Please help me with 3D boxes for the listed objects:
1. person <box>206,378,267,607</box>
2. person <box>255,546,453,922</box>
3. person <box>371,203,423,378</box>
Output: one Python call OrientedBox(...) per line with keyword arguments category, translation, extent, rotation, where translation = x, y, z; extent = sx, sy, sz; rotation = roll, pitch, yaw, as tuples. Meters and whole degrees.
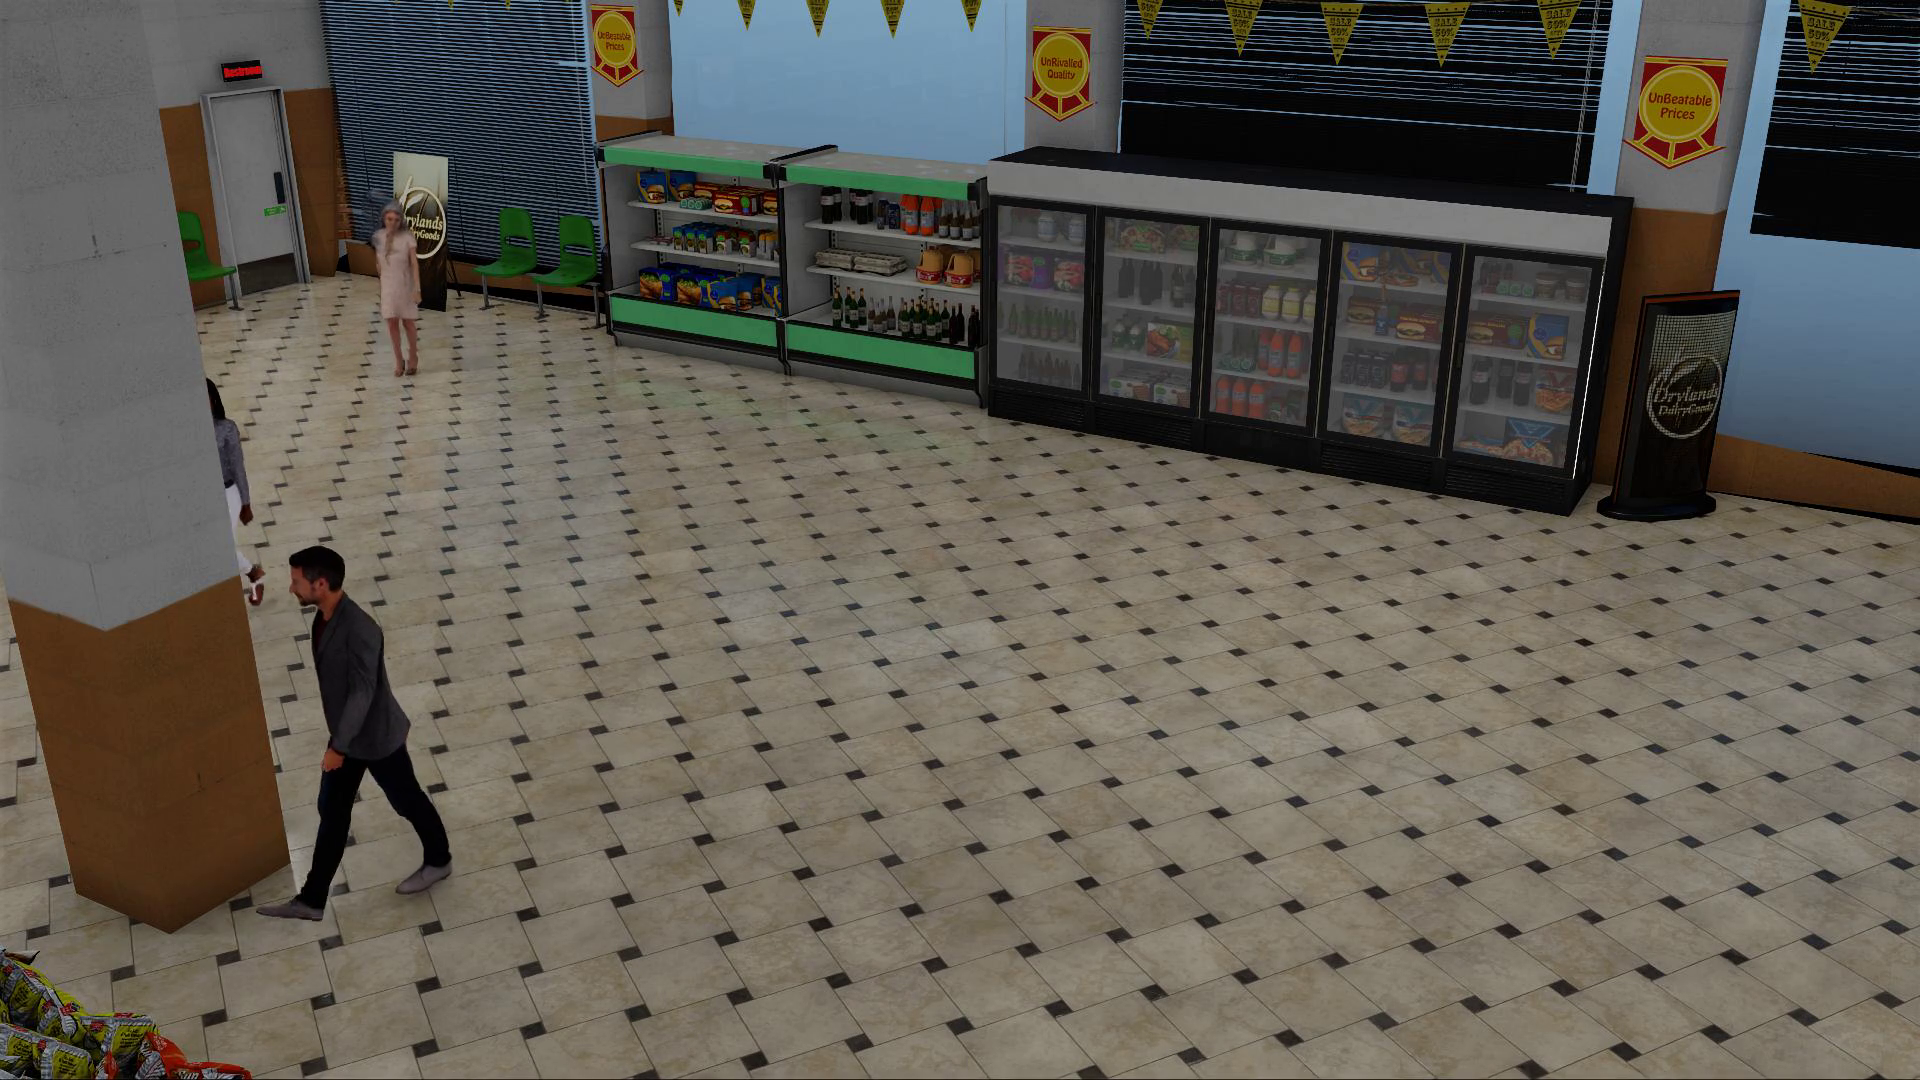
OrientedBox(category="person", translation=(-4.709, -0.222, 10.602), extent=(1.187, 1.687, 1.001), rotation=(2, 22, 4))
OrientedBox(category="person", translation=(-2.662, 0.882, 7.683), extent=(1.151, 1.815, 0.917), rotation=(20, 29, 40))
OrientedBox(category="person", translation=(-5.386, -2.398, 16.002), extent=(0.782, 1.698, 0.827), rotation=(3, 22, 8))
